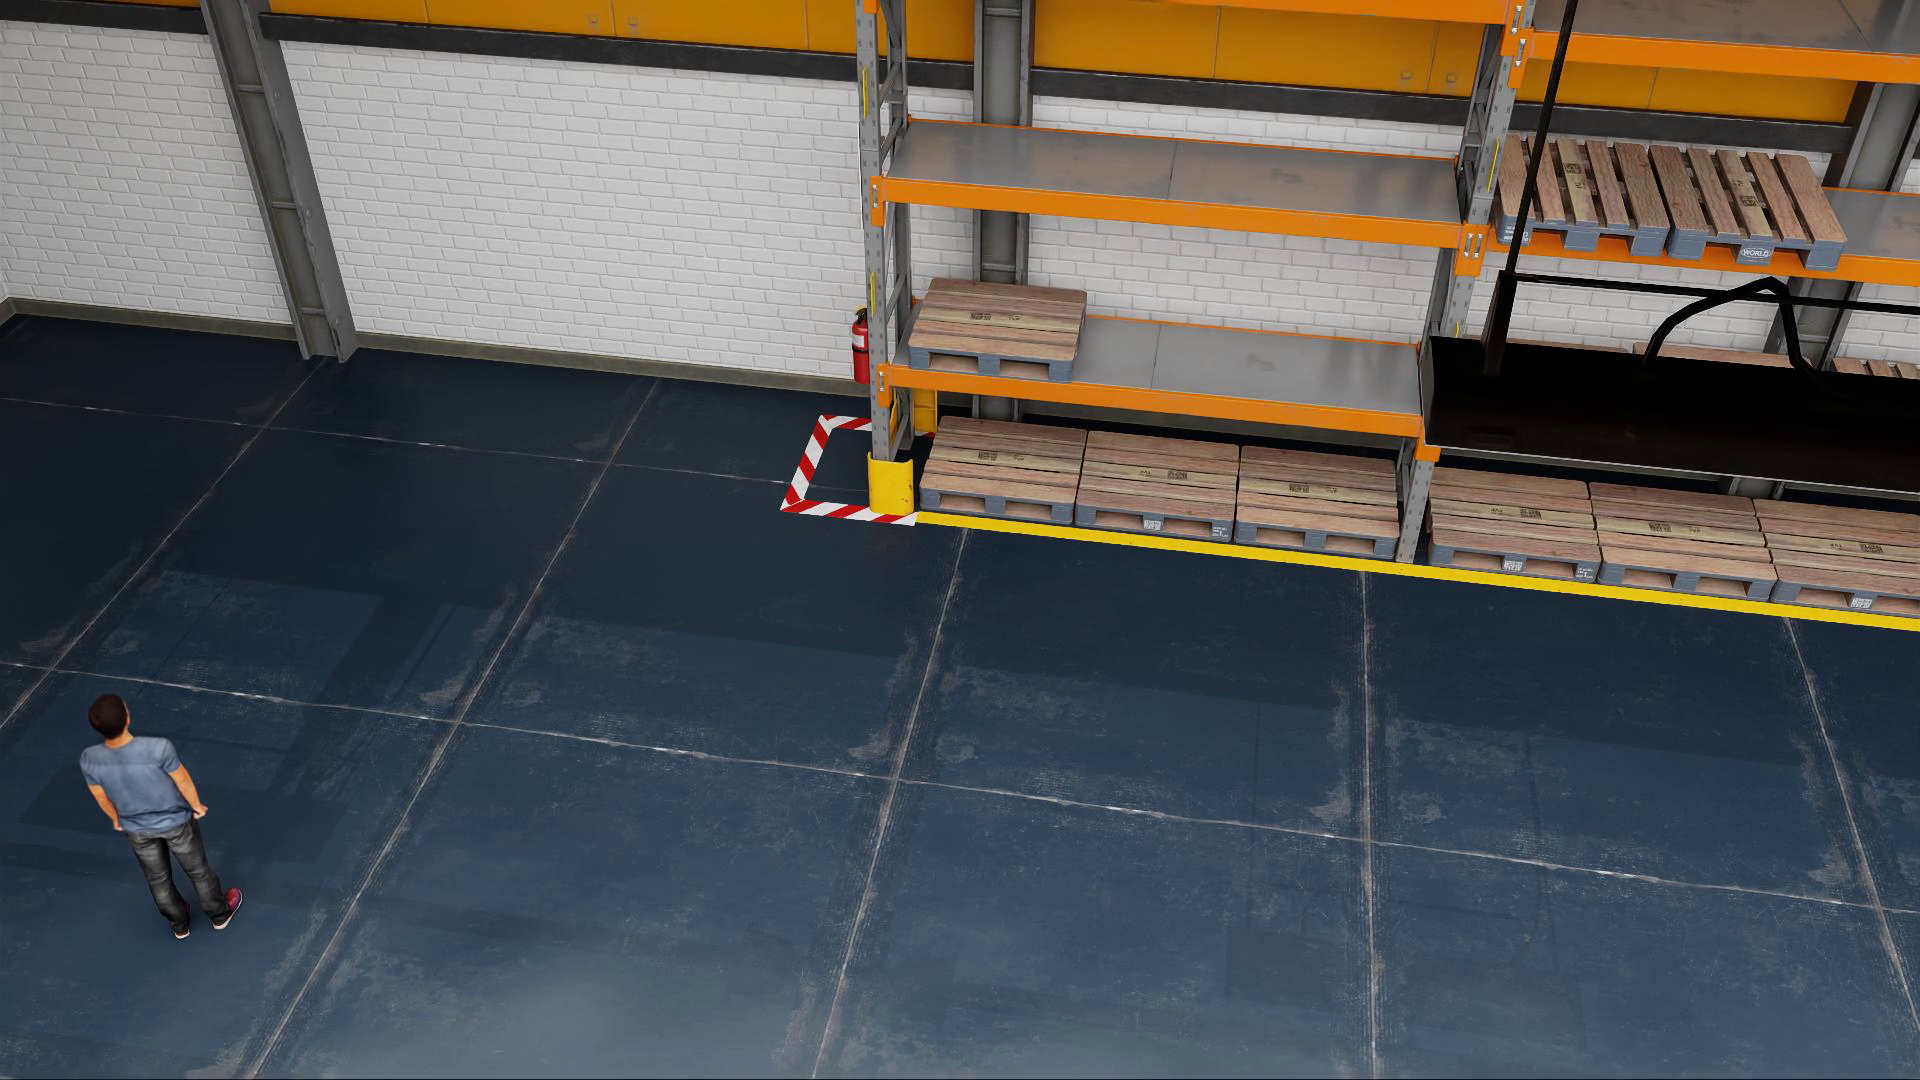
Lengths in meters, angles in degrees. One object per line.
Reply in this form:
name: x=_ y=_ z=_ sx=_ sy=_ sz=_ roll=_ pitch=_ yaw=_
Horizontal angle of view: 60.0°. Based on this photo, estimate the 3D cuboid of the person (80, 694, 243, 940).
person: x=-4.493 y=1.549 z=9.290 sx=0.628 sy=1.810 sz=0.781 roll=-8 pitch=39 yaw=-10
